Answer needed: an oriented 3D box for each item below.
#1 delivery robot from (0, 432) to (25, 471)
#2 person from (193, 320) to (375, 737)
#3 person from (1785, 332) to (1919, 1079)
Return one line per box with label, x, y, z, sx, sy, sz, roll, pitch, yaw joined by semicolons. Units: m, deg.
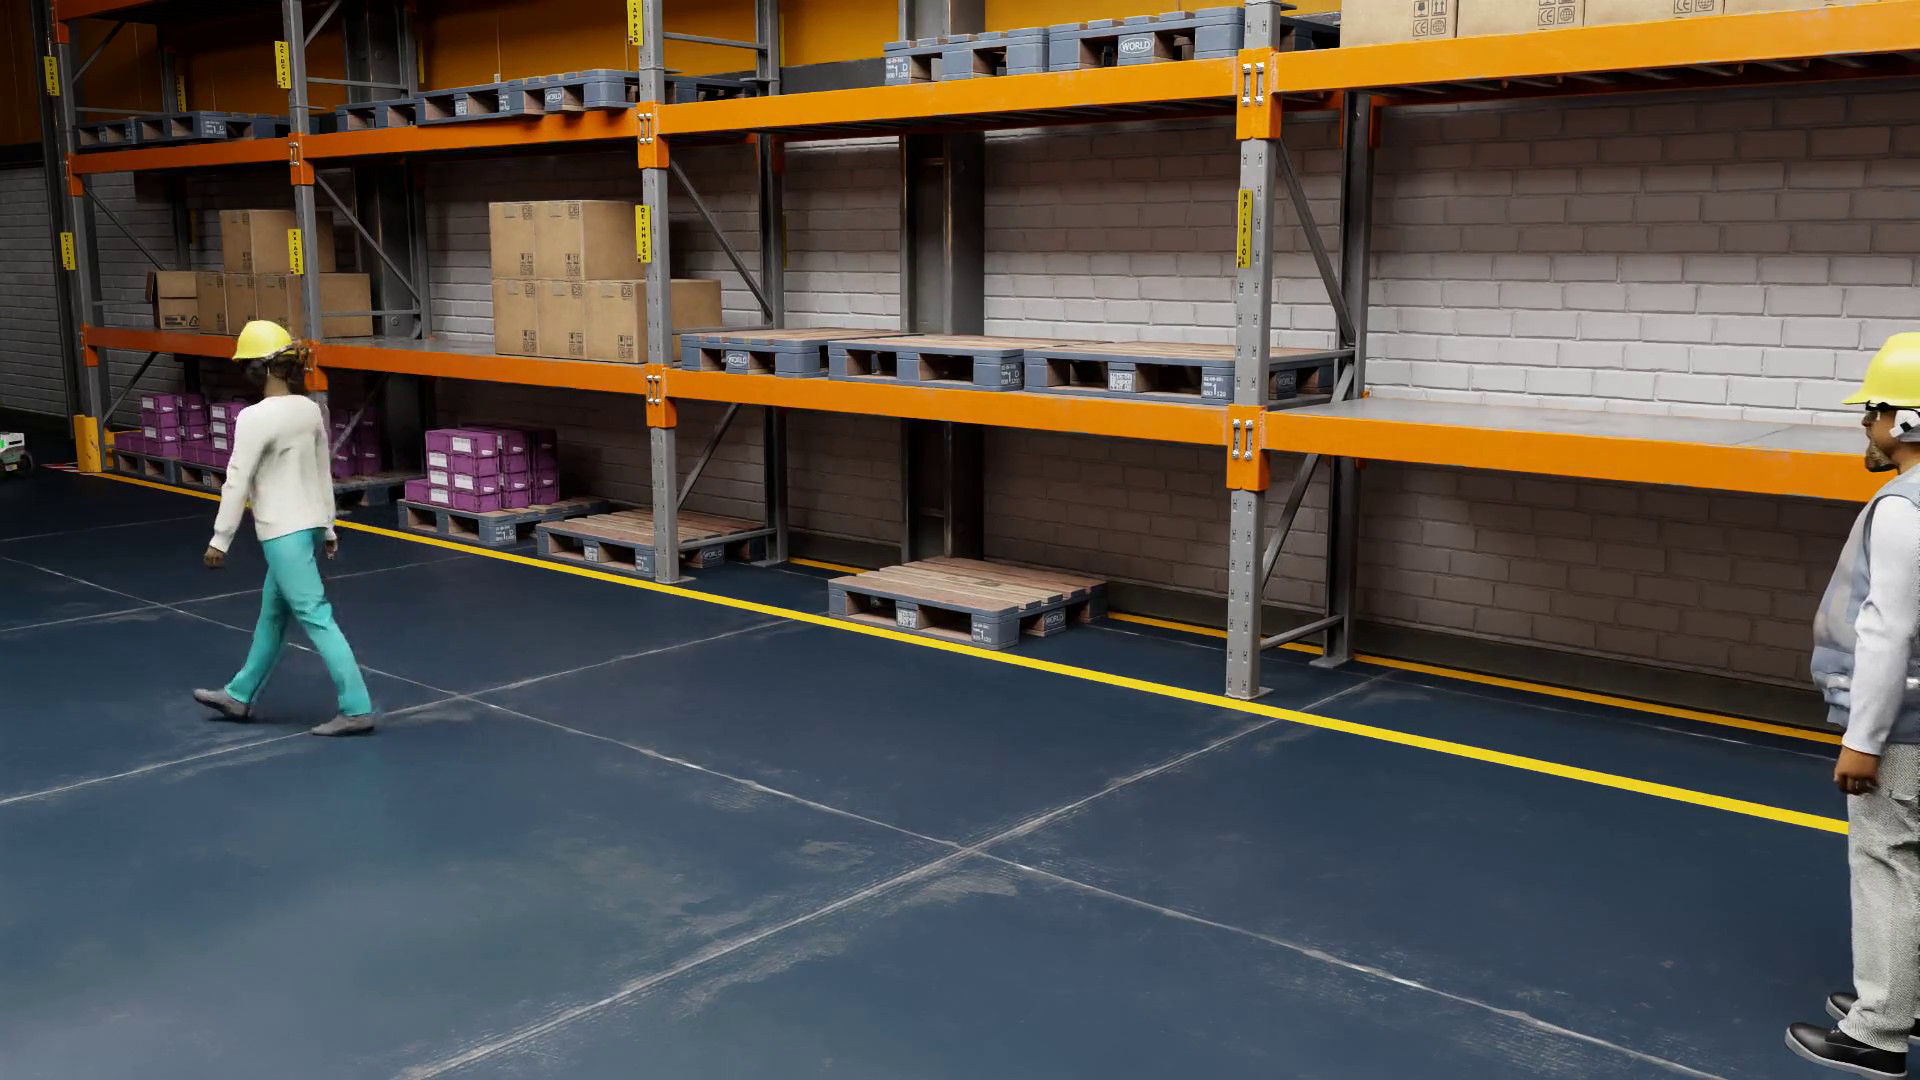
delivery robot;-8.509;-0.820;14.399;0.707;0.478;0.477;1;10;5
person;-2.855;-0.035;6.872;0.898;1.717;0.541;1;10;6
person;2.309;0.409;4.087;0.404;1.824;0.586;9;14;43
